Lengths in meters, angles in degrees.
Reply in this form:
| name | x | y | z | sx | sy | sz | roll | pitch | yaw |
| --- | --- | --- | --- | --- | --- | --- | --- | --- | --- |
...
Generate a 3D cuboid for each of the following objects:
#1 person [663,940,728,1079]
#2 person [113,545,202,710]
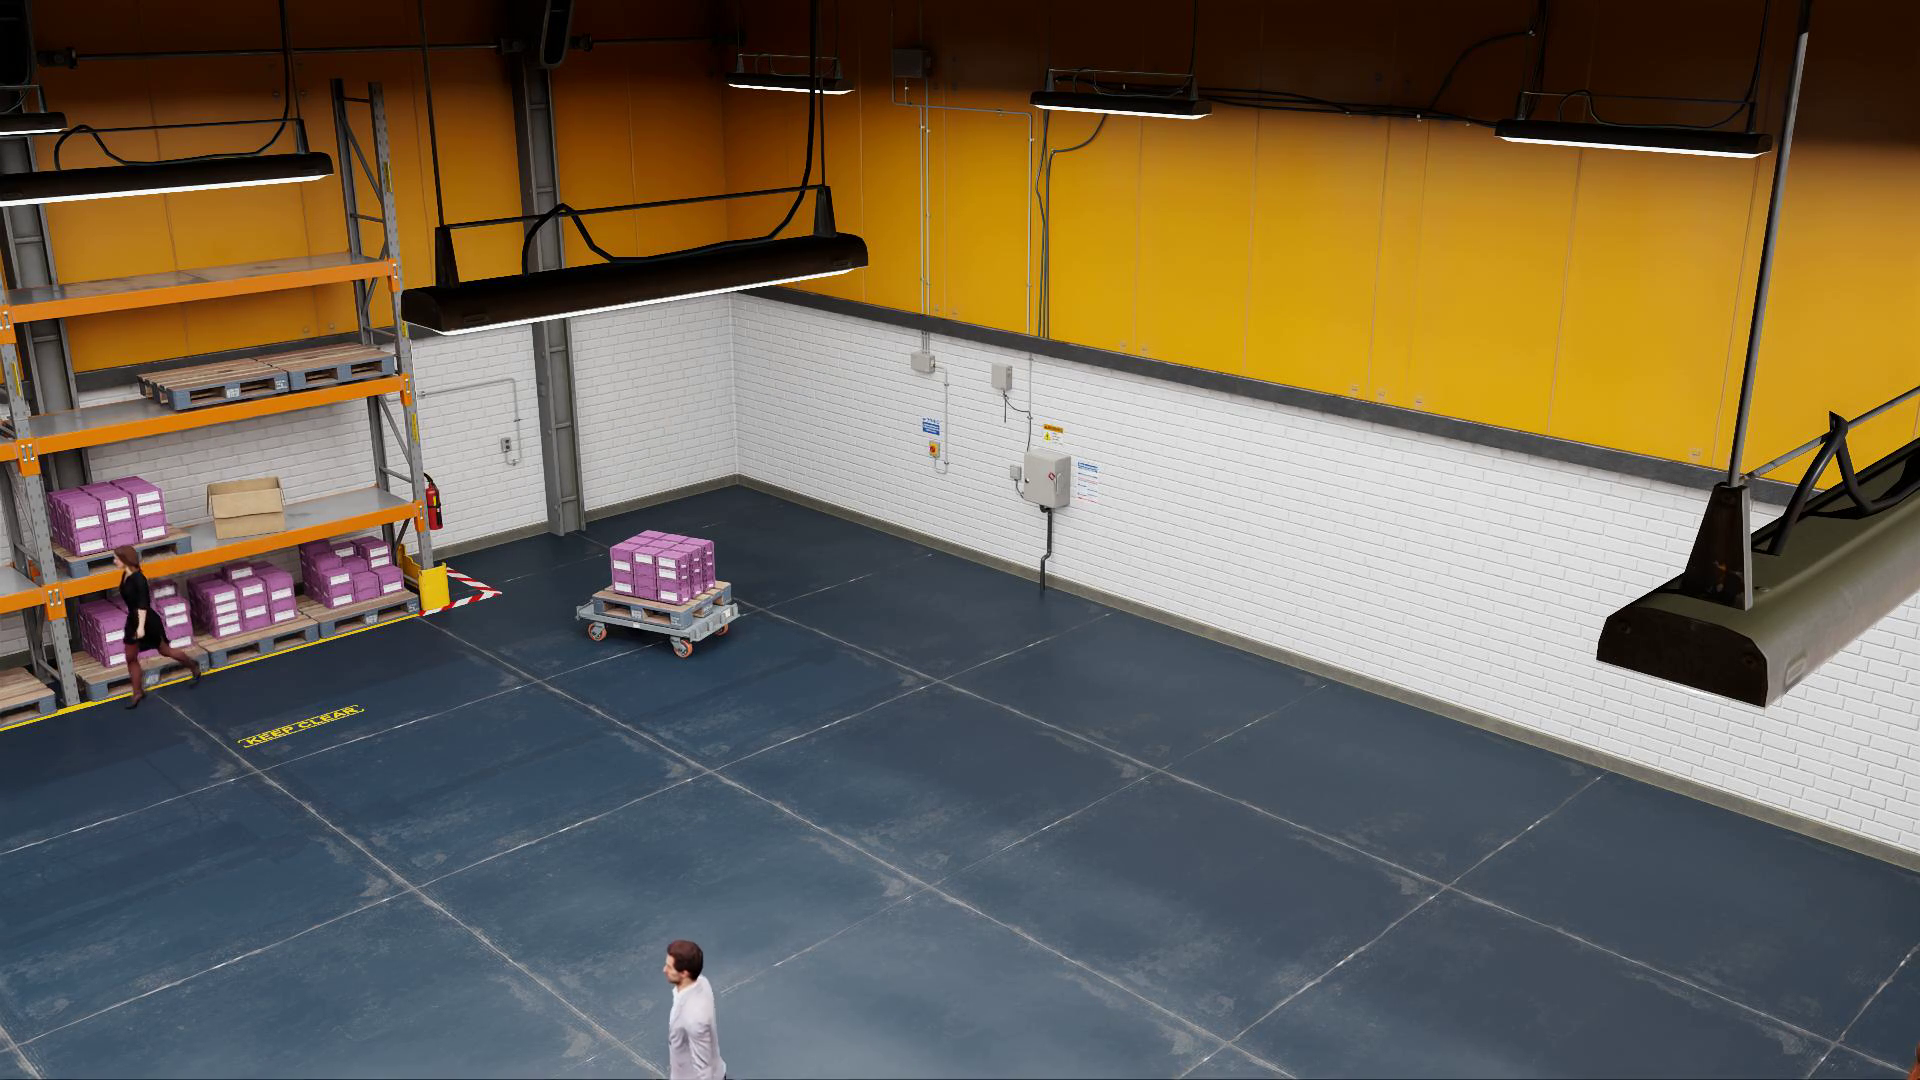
| name | x | y | z | sx | sy | sz | roll | pitch | yaw |
| --- | --- | --- | --- | --- | --- | --- | --- | --- | --- |
| person | -1.443 | 3.180 | 9.768 | 1.285 | 1.800 | 1.167 | -2 | 19 | -6 |
| person | -8.197 | 0.851 | 16.893 | 0.722 | 1.665 | 1.117 | 12 | 22 | 32 |
